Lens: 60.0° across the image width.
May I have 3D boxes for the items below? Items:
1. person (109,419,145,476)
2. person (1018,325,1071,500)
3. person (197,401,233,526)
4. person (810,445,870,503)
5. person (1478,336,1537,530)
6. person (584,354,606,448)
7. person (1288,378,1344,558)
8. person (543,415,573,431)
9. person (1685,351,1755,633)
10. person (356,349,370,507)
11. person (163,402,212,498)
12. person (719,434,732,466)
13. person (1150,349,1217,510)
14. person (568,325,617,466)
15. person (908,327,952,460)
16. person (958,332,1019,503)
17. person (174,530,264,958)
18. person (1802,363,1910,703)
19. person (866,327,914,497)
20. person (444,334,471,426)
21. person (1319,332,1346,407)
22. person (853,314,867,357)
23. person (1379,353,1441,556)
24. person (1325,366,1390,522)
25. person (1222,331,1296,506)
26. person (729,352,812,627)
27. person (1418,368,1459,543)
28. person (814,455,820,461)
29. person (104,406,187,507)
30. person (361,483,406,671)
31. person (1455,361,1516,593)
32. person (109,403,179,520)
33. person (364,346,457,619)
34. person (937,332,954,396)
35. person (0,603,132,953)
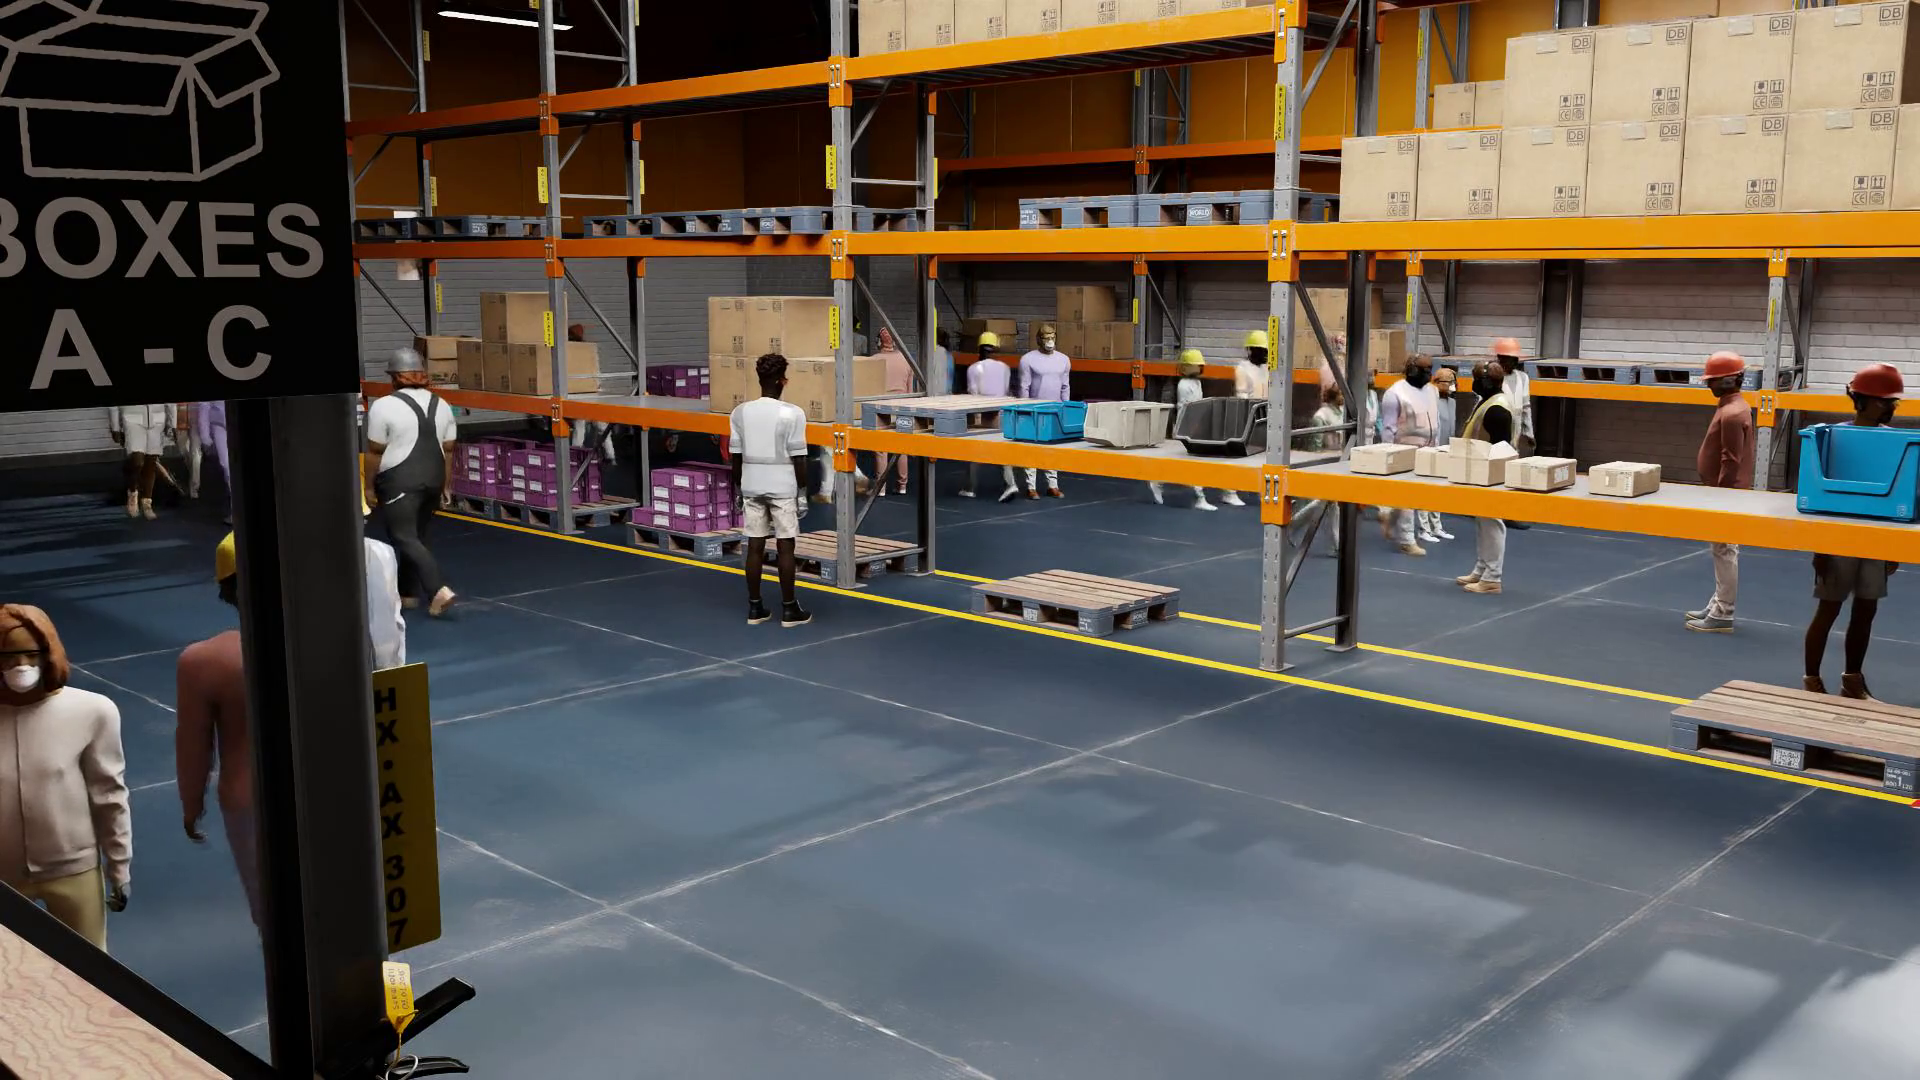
[{"bbox_3d":[-10.232,-1.725,20.469,0.567,1.914,0.462,5,11,29],"label":"person"},{"bbox_3d":[0.951,-1.416,18.506,0.628,1.940,0.373,-4,10,-23],"label":"person"},{"bbox_3d":[-7.040,-1.016,16.270,0.975,1.856,0.663,7,12,37],"label":"person"},{"bbox_3d":[-1.314,-1.302,18.210,0.585,1.807,0.697,4,10,23],"label":"person"},{"bbox_3d":[5.379,-1.085,16.613,0.561,1.910,0.918,-4,10,-25],"label":"person"},{"bbox_3d":[-4.880,-1.782,21.720,0.401,1.620,0.533,6,11,32],"label":"person"},{"bbox_3d":[3.208,-0.649,14.789,0.752,1.611,0.540,7,12,38],"label":"person"},{"bbox_3d":[-6.383,-2.649,26.189,0.636,1.902,0.406,9,13,43],"label":"person"},{"bbox_3d":[5.381,-0.339,11.753,0.388,1.987,0.608,4,10,26],"label":"person"},{"bbox_3d":[-6.405,-1.212,17.424,0.339,1.882,0.584,-3,10,-19],"label":"person"},{"bbox_3d":[-8.718,-1.299,18.858,0.514,1.593,0.818,-3,10,-15],"label":"person"},{"bbox_3d":[-2.921,-1.808,21.443,0.329,1.765,0.533,3,10,17],"label":"person"},{"bbox_3d":[2.406,-1.188,17.794,0.734,1.717,0.487,4,10,22],"label":"person"},{"bbox_3d":[-4.852,-1.837,21.379,0.875,1.832,0.698,-2,10,-14],"label":"person"},{"bbox_3d":[-0.402,-2.003,22.447,0.972,1.819,0.505,7,11,35],"label":"person"},{"bbox_3d":[0.345,-1.356,18.359,0.594,1.877,0.972,-6,11,-33],"label":"person"},{"bbox_3d":[-2.257,0.818,5.414,0.541,1.734,0.769,-7,12,-37],"label":"person"},{"bbox_3d":[5.136,0.007,9.500,0.609,2.035,0.398,-3,10,-15],"label":"person"},{"bbox_3d":[-0.829,-1.433,18.706,0.643,1.909,0.410,-6,11,-33],"label":"person"},{"bbox_3d":[-6.293,-1.660,20.532,0.455,1.757,0.546,6,11,34],"label":"person"},{"bbox_3d":[4.142,-1.284,17.853,0.632,1.884,0.684,7,12,39],"label":"person"},{"bbox_3d":[-1.644,-2.550,25.680,0.533,1.867,0.315,2,10,13],"label":"person"},{"bbox_3d":[4.041,-0.790,15.036,0.640,1.817,0.659,-5,11,-30],"label":"person"},{"bbox_3d":[4.124,-0.984,16.948,0.900,1.581,0.511,7,11,35],"label":"person"},{"bbox_3d":[3.186,-1.274,17.768,0.595,1.889,0.923,-8,12,-40],"label":"person"},{"bbox_3d":[-1.356,-0.357,11.928,0.608,1.966,0.370,4,10,22],"label":"person"},{"bbox_3d":[4.512,-0.799,15.651,0.498,1.634,0.280,-9,13,-44],"label":"person"},{"bbox_3d":[-1.761,-1.965,22.067,0.623,1.926,0.578,5,11,29],"label":"person"},{"bbox_3d":[-8.778,-1.272,17.824,0.997,1.885,0.547,1,9,8],"label":"person"},{"bbox_3d":[-2.368,0.614,6.430,0.432,1.813,0.603,7,11,36],"label":"person"},{"bbox_3d":[4.164,-0.496,13.173,0.430,1.841,0.624,2,9,10],"label":"person"},{"bbox_3d":[-8.310,-1.196,16.950,0.616,2.008,0.483,-8,12,-41],"label":"person"},{"bbox_3d":[-4.028,-0.450,12.272,0.944,2.000,0.683,6,11,31],"label":"person"},{"bbox_3d":[-0.298,-2.119,23.604,0.574,1.679,0.538,7,11,36],"label":"person"},{"bbox_3d":[-2.656,0.979,4.793,0.499,1.629,0.282,-4,10,-25],"label":"person"}]
